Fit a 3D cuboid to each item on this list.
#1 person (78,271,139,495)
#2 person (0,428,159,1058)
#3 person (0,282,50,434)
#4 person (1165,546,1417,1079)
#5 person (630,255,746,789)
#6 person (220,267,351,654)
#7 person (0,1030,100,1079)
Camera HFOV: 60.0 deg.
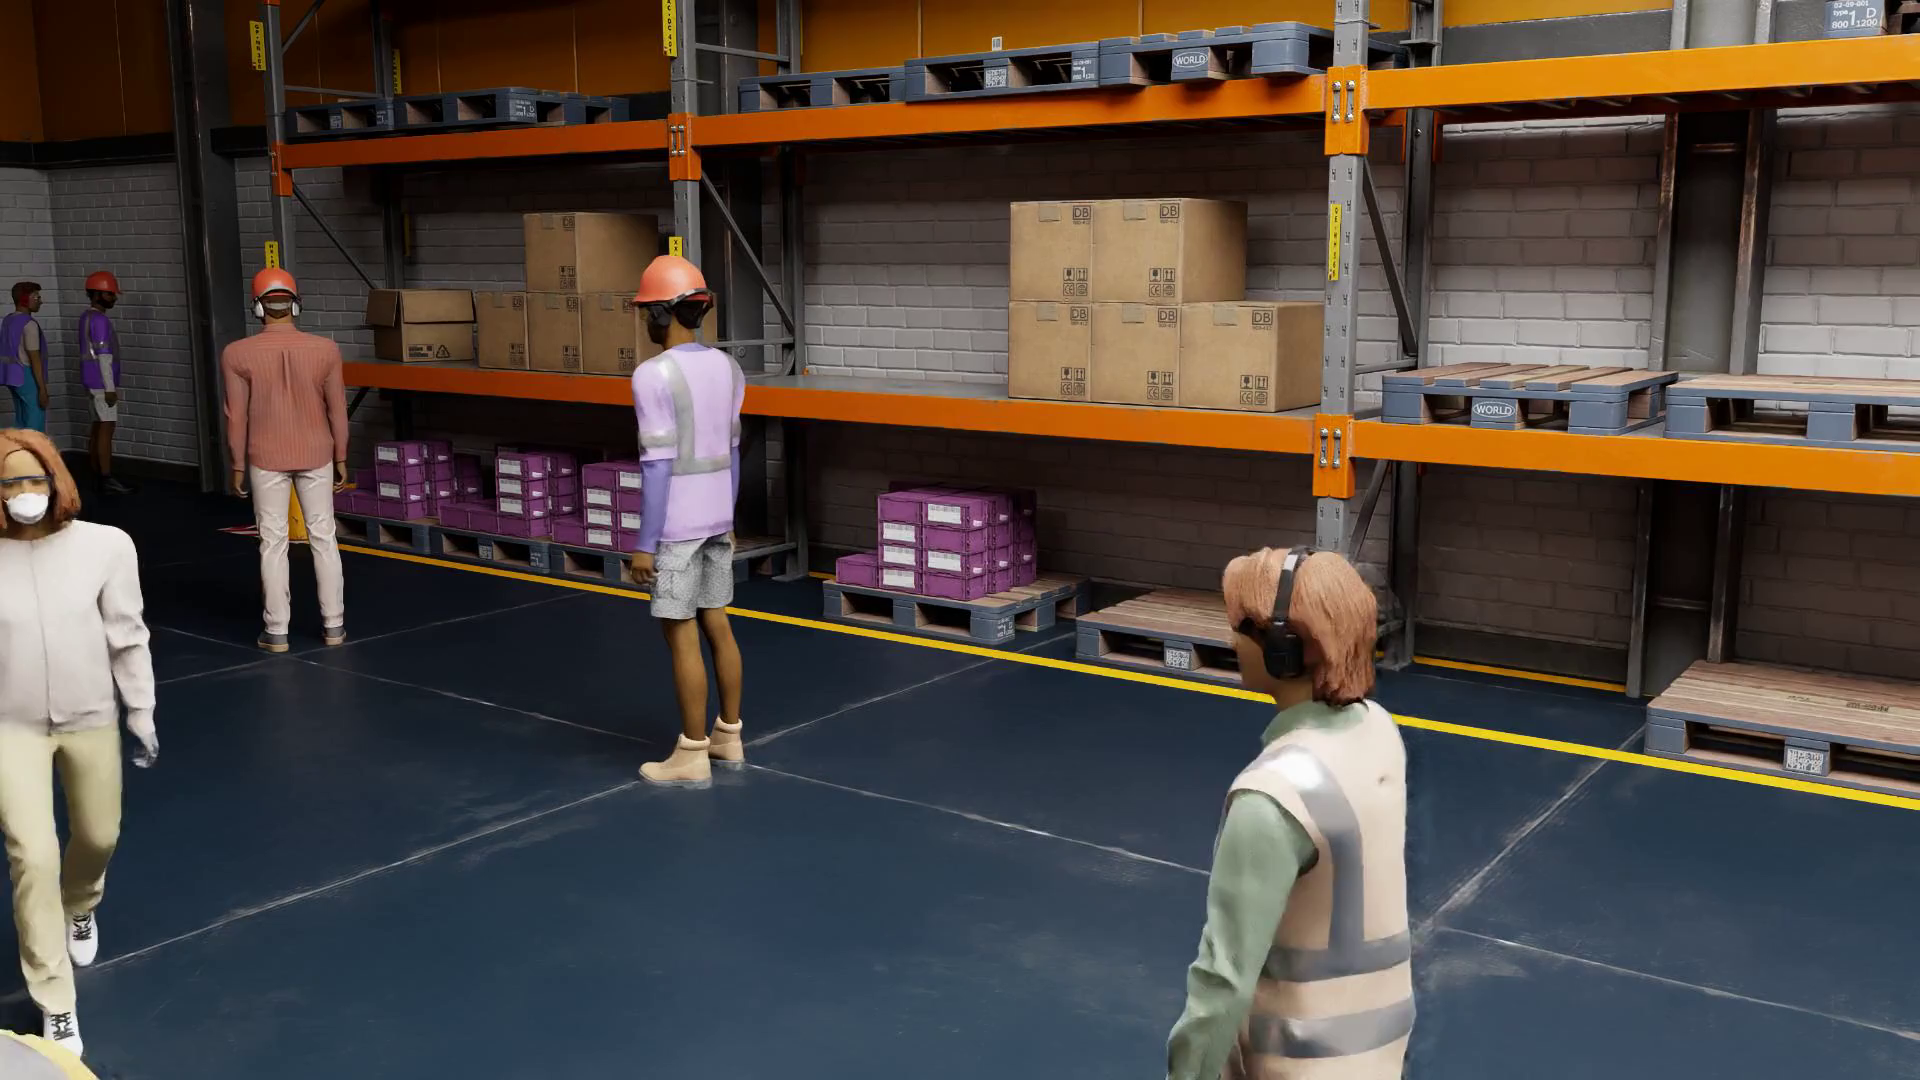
[{"bbox_3d":[-7.430,-1.360,14.466,0.382,1.930,0.547,-7,12,-38],"label":"person"},{"bbox_3d":[-2.435,0.486,4.431,0.493,1.606,0.745,-7,12,-37],"label":"person"},{"bbox_3d":[-8.168,-1.330,14.548,0.568,1.840,0.374,8,12,39],"label":"person"},{"bbox_3d":[0.458,0.797,2.586,0.845,1.589,0.543,5,11,29],"label":"person"},{"bbox_3d":[-1.075,-0.065,6.418,0.390,2.040,0.614,5,11,25],"label":"person"},{"bbox_3d":[-3.492,-0.414,8.657,0.608,1.989,0.386,-6,11,-32],"label":"person"},{"bbox_3d":[-0.778,0.953,1.009,0.451,1.824,0.653,6,11,31],"label":"person"}]
